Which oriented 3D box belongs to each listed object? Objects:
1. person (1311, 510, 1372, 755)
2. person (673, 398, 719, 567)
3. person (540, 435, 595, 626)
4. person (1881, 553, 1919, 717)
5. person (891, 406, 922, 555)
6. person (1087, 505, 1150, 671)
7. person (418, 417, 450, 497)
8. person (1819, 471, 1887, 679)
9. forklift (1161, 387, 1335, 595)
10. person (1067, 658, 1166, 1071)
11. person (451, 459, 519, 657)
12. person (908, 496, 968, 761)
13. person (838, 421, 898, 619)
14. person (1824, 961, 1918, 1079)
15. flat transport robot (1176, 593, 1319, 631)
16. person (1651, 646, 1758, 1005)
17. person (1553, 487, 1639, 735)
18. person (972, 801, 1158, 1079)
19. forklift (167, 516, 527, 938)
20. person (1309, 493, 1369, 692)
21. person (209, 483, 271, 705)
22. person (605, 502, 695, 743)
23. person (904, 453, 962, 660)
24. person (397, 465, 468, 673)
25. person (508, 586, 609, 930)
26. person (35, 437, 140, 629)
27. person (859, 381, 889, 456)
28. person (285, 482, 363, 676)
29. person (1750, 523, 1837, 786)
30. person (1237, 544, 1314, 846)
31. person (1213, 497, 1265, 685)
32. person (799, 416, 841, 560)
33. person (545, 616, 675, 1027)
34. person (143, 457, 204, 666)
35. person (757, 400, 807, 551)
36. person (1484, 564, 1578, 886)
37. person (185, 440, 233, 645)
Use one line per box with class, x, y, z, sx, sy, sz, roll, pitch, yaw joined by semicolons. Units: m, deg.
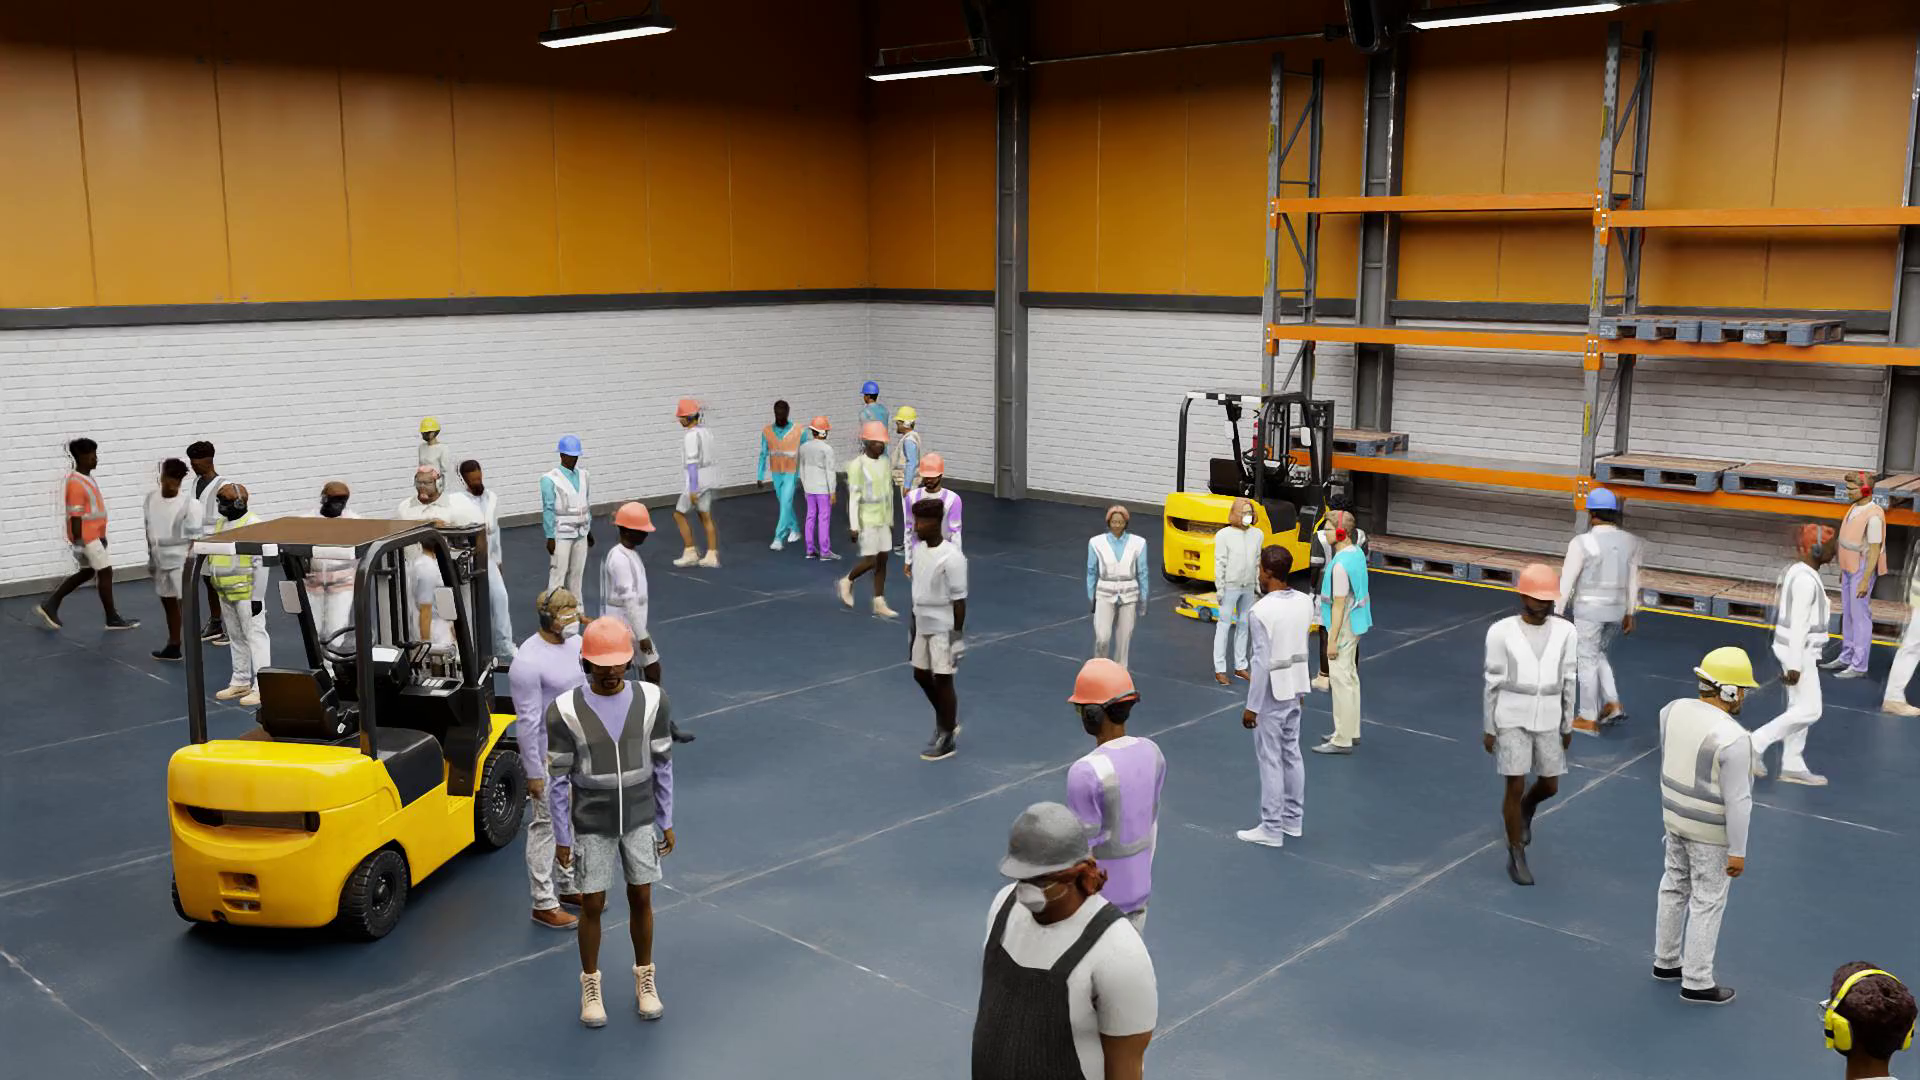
person;2.876;0.685;12.430;0.377;1.836;0.566;4;11;23
person;-3.170;-0.662;19.575;0.708;2.013;0.642;2;10;11
person;-3.853;-0.072;16.427;0.406;1.942;0.614;6;12;31
person;7.902;0.561;13.223;0.938;1.793;0.653;9;13;42
person;-0.658;-0.731;20.499;0.404;1.832;0.594;0;10;-2
person;1.333;0.513;14.024;0.520;1.624;0.411;0;10;0
person;-6.324;-0.605;19.997;0.526;1.762;0.347;6;12;33
person;7.886;0.305;14.587;0.390;1.838;0.563;2;10;10
forklift;3.298;-0.608;18.767;1.214;2.155;2.313;9;13;42
person;0.622;1.511;7.194;0.409;2.028;0.613;8;13;38
person;-4.479;0.172;15.278;0.877;1.866;0.625;5;11;24
person;-0.150;0.646;12.343;0.427;1.975;0.653;-7;12;-33
person;-0.925;-0.211;16.982;0.633;2.030;0.629;8;13;38
person;2.414;2.060;4.542;0.512;1.861;0.325;-2;10;-11
flat transport robot;2.918;0.714;16.714;0.652;0.197;1.431;-8;13;-39
person;3.725;1.418;8.307;0.403;1.820;0.603;-2;10;-13
person;4.926;0.557;12.916;0.625;1.926;0.436;-4;11;-24
person;0.293;1.809;5.447;0.540;2.000;0.692;-8;13;-37
forklift;-3.583;0.976;9.748;1.214;2.155;2.313;2;10;11
person;3.214;0.447;14.176;0.540;1.695;0.317;-2;10;-11
person;-5.975;0.441;13.800;0.625;1.844;0.429;7;12;35
person;-2.542;0.650;12.514;0.915;1.897;0.557;0;10;3
person;-0.254;0.166;15.134;0.547;1.927;0.389;3;10;17
person;-4.591;0.297;14.428;0.643;1.911;0.411;1;10;5
person;-2.240;1.199;9.250;0.385;1.929;0.635;3;11;18
person;-8.654;-0.052;16.345;0.855;1.940;0.606;-4;11;-22
person;-1.208;-1.216;22.935;0.391;1.948;0.605;5;11;28
person;-5.380;0.397;14.172;0.682;1.804;0.603;-2;10;-11
person;5.841;0.803;11.664;0.510;1.868;0.570;4;11;21
person;2.015;0.979;10.519;0.371;1.916;0.597;9;14;43
person;2.419;0.435;14.424;0.498;1.634;0.282;-5;11;-26
person;-1.691;-0.631;20.154;0.572;1.751;0.329;9;14;42
person;-1.671;1.358;8.050;0.602;2.035;0.408;-4;11;-24
person;-7.119;0.201;14.965;0.777;1.930;0.378;4;11;21
person;-2.239;-0.840;21.047;0.611;1.868;1.020;3;10;18
person;3.414;1.065;10.023;0.551;1.920;0.665;0;10;1
person;-7.126;0.023;15.848;0.603;1.958;0.381;7;12;34
